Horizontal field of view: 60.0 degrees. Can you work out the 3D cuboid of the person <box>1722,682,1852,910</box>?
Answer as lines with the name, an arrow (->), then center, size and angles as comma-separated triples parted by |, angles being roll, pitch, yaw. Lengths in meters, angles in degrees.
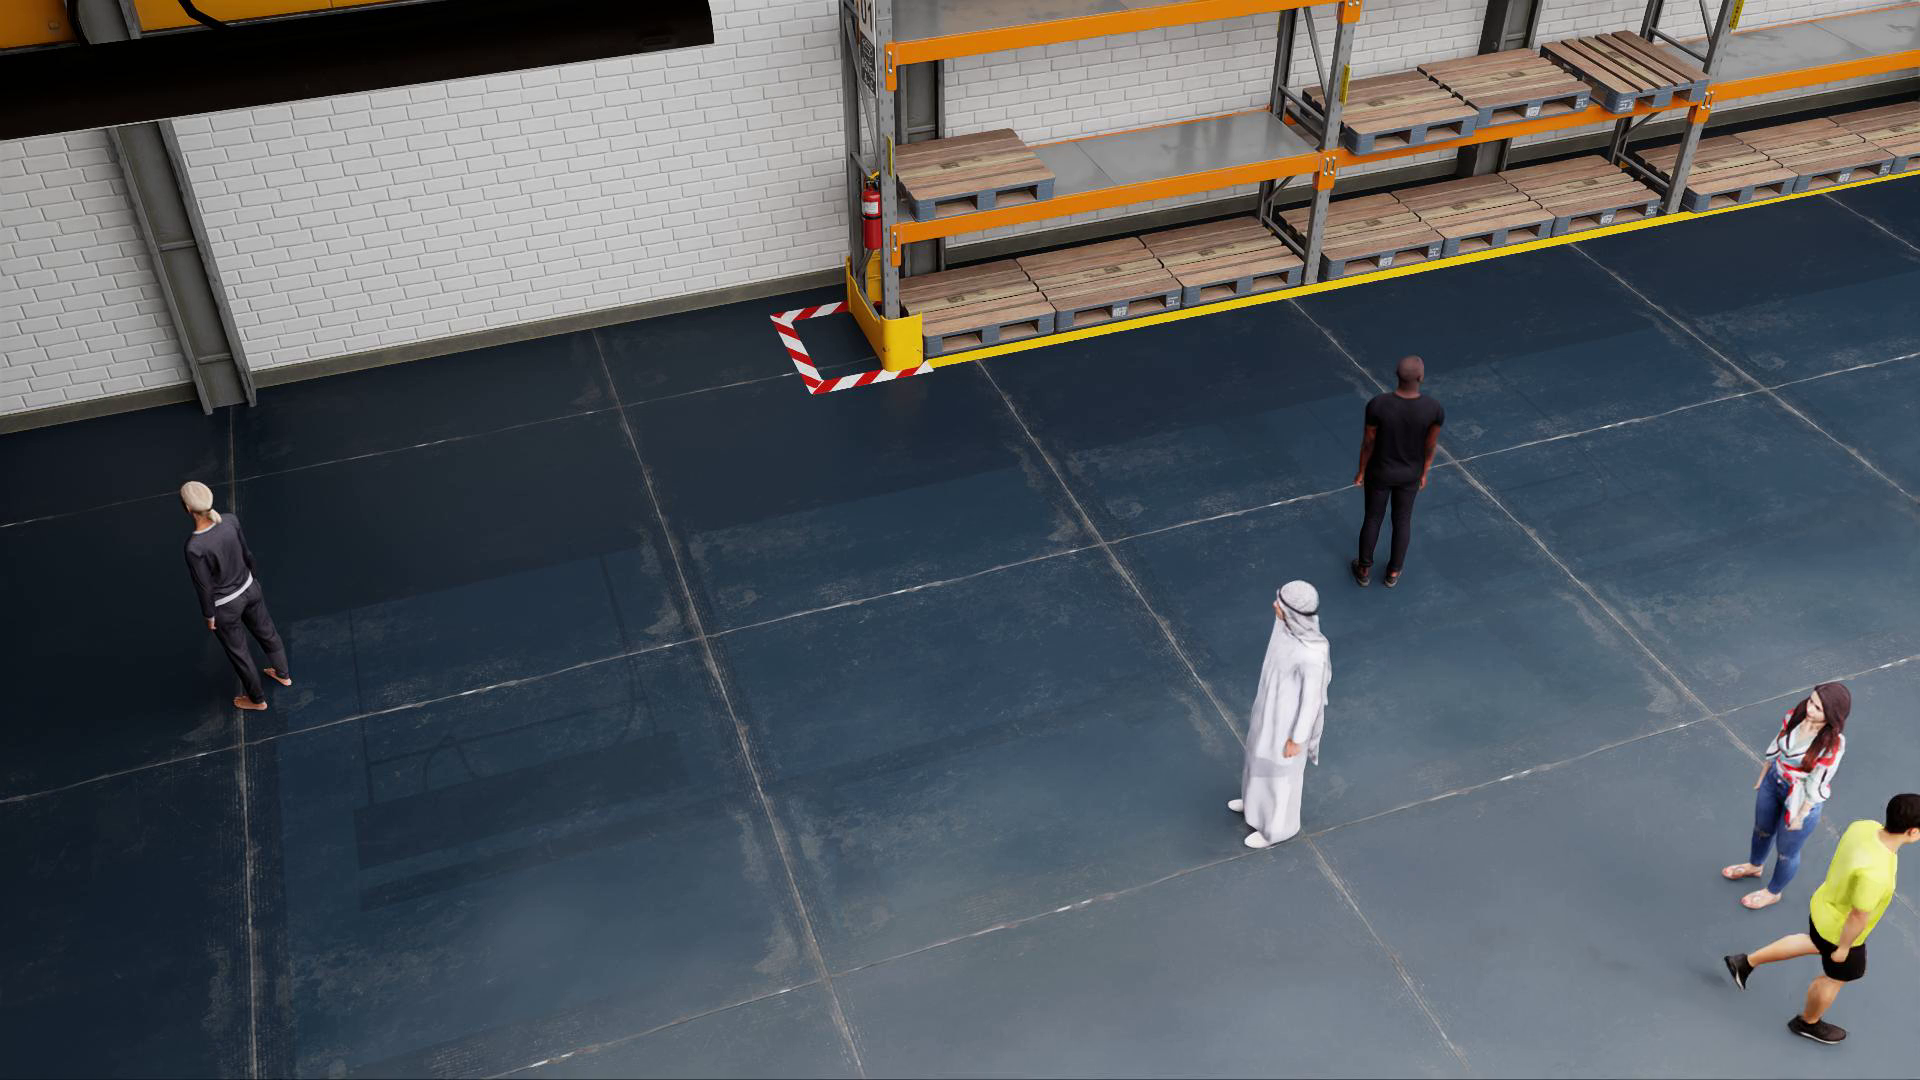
person -> 4.620, 1.402, 9.197 | 0.532, 1.610, 0.593 | -10, 40, -13

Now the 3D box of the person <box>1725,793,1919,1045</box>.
person -> 4.444, 1.901, 8.516 | 1.004, 1.680, 0.897 | 11, 40, 14

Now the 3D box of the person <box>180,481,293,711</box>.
person -> -4.577, 0.336, 10.438 | 0.735, 1.726, 0.681 | 15, 41, 18

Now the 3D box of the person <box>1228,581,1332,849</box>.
person -> 1.850, 0.981, 9.472 | 0.663, 1.925, 0.730 | -7, 39, -9

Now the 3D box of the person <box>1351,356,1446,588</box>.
person -> 2.959, -0.448, 11.347 | 0.692, 1.818, 0.812 | 6, 39, 8
